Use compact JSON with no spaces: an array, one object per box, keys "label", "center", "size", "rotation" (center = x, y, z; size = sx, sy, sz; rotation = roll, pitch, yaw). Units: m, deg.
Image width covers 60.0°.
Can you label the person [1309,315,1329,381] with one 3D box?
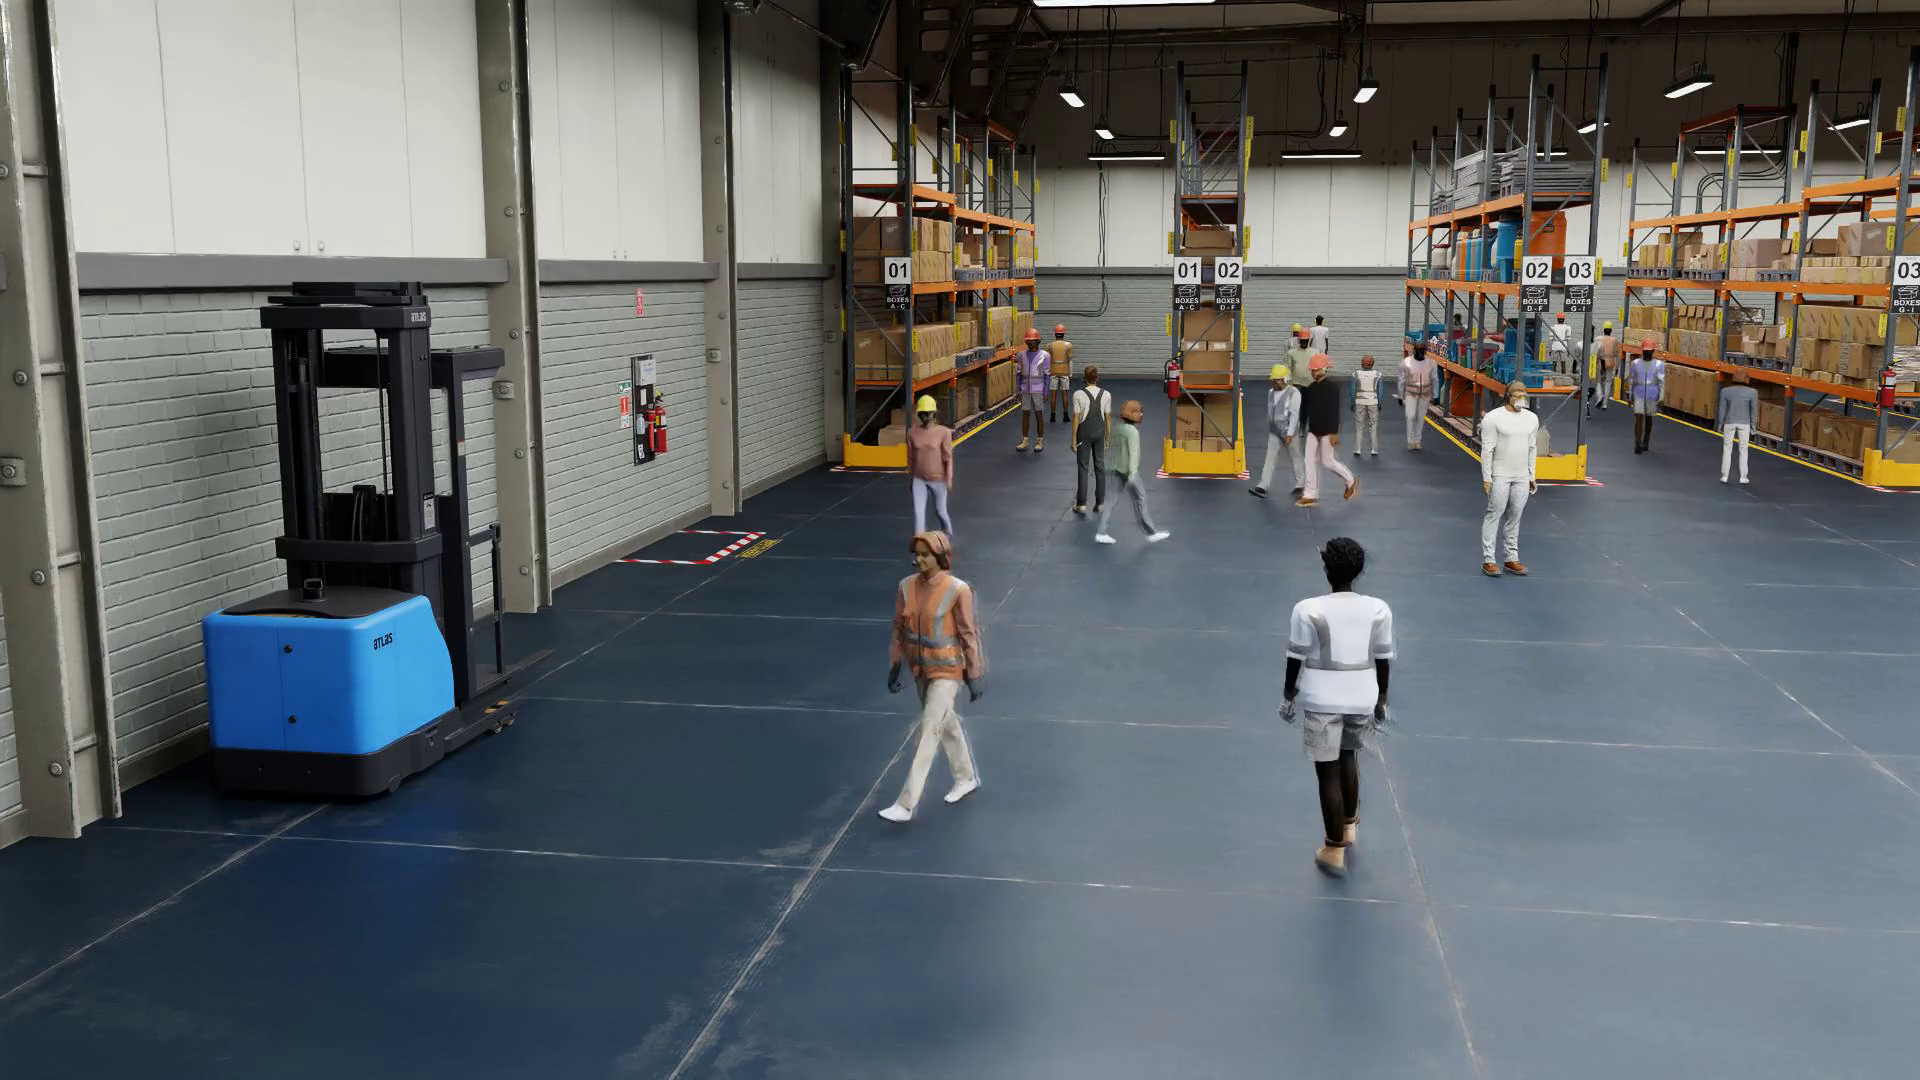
[{"label":"person","center":[9.247,-4.872,42.936],"size":[0.520,1.873,0.335],"rotation":[1,9,6]}]

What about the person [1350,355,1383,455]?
[{"label":"person","center":[6.643,-2.205,27.193],"size":[0.515,1.641,0.314],"rotation":[2,10,15]}]

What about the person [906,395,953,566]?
[{"label":"person","center":[-0.297,-0.650,17.293],"size":[0.524,1.739,0.803],"rotation":[3,10,18]}]

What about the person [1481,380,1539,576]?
[{"label":"person","center":[5.453,-0.620,16.510],"size":[0.628,1.939,0.373],"rotation":[-3,10,-18]}]

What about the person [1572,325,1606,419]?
[{"label":"person","center":[12.938,-3.490,34.251],"size":[0.644,1.927,0.859],"rotation":[1,9,9]}]

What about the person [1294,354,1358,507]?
[{"label":"person","center":[4.730,-1.415,21.368],"size":[0.832,1.964,0.644],"rotation":[-4,10,-25]}]

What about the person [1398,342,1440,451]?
[{"label":"person","center":[7.687,-2.390,27.809],"size":[0.648,1.804,0.855],"rotation":[0,9,2]}]

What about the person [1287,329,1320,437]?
[{"label":"person","center":[6.313,-2.906,30.577],"size":[0.628,1.954,1.003],"rotation":[1,9,6]}]

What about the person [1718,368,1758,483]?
[{"label":"person","center":[11.047,-1.626,23.645],"size":[0.505,1.632,0.269],"rotation":[5,11,29]}]

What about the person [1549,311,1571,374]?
[{"label":"person","center":[15.723,-5.016,43.608],"size":[0.545,1.942,0.353],"rotation":[3,10,20]}]

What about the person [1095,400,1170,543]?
[{"label":"person","center":[1.880,-0.749,18.366],"size":[0.848,1.587,0.515],"rotation":[-3,10,-17]}]

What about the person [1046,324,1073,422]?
[{"label":"person","center":[1.986,-3.329,33.217],"size":[0.545,1.938,0.359],"rotation":[1,9,7]}]

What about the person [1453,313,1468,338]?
[{"label":"person","center":[13.041,-4.977,43.496],"size":[0.431,1.894,0.615],"rotation":[-4,10,-22]}]

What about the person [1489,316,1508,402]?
[{"label":"person","center":[12.505,-4.208,38.527],"size":[0.623,1.973,0.788],"rotation":[2,9,11]}]

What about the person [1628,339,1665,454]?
[{"label":"person","center":[11.425,-2.407,27.685],"size":[0.559,1.895,0.976],"rotation":[4,10,23]}]

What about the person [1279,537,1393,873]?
[{"label":"person","center":[1.886,0.815,8.461],"size":[0.540,1.677,0.585],"rotation":[-2,10,-15]}]

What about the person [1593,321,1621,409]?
[{"label":"person","center":[14.050,-3.806,36.213],"size":[0.620,1.911,0.424],"rotation":[2,9,13]}]

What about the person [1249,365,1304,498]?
[{"label":"person","center":[4.270,-1.429,22.031],"size":[0.954,1.771,0.606],"rotation":[-7,12,-37]}]

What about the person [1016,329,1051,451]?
[{"label":"person","center":[1.209,-2.507,27.813],"size":[0.605,2.045,0.378],"rotation":[4,10,25]}]

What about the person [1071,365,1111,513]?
[{"label":"person","center":[1.636,-1.263,20.784],"size":[0.508,1.842,0.333],"rotation":[-3,10,-17]}]

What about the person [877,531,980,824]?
[{"label":"person","center":[-0.169,0.737,9.175],"size":[0.536,1.589,0.885],"rotation":[8,12,42]}]

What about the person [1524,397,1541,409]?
[{"label":"person","center":[12.461,-3.648,36.160],"size":[0.541,1.615,0.626],"rotation":[0,9,1]}]

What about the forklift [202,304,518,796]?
[{"label":"forklift","center":[-3.673,-0.038,10.147],"size":[1.129,2.768,1.873],"rotation":[1,9,9]}]

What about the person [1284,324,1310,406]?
[{"label":"person","center":[7.468,-3.882,36.942],"size":[0.586,1.835,0.403],"rotation":[-1,9,-4]}]
